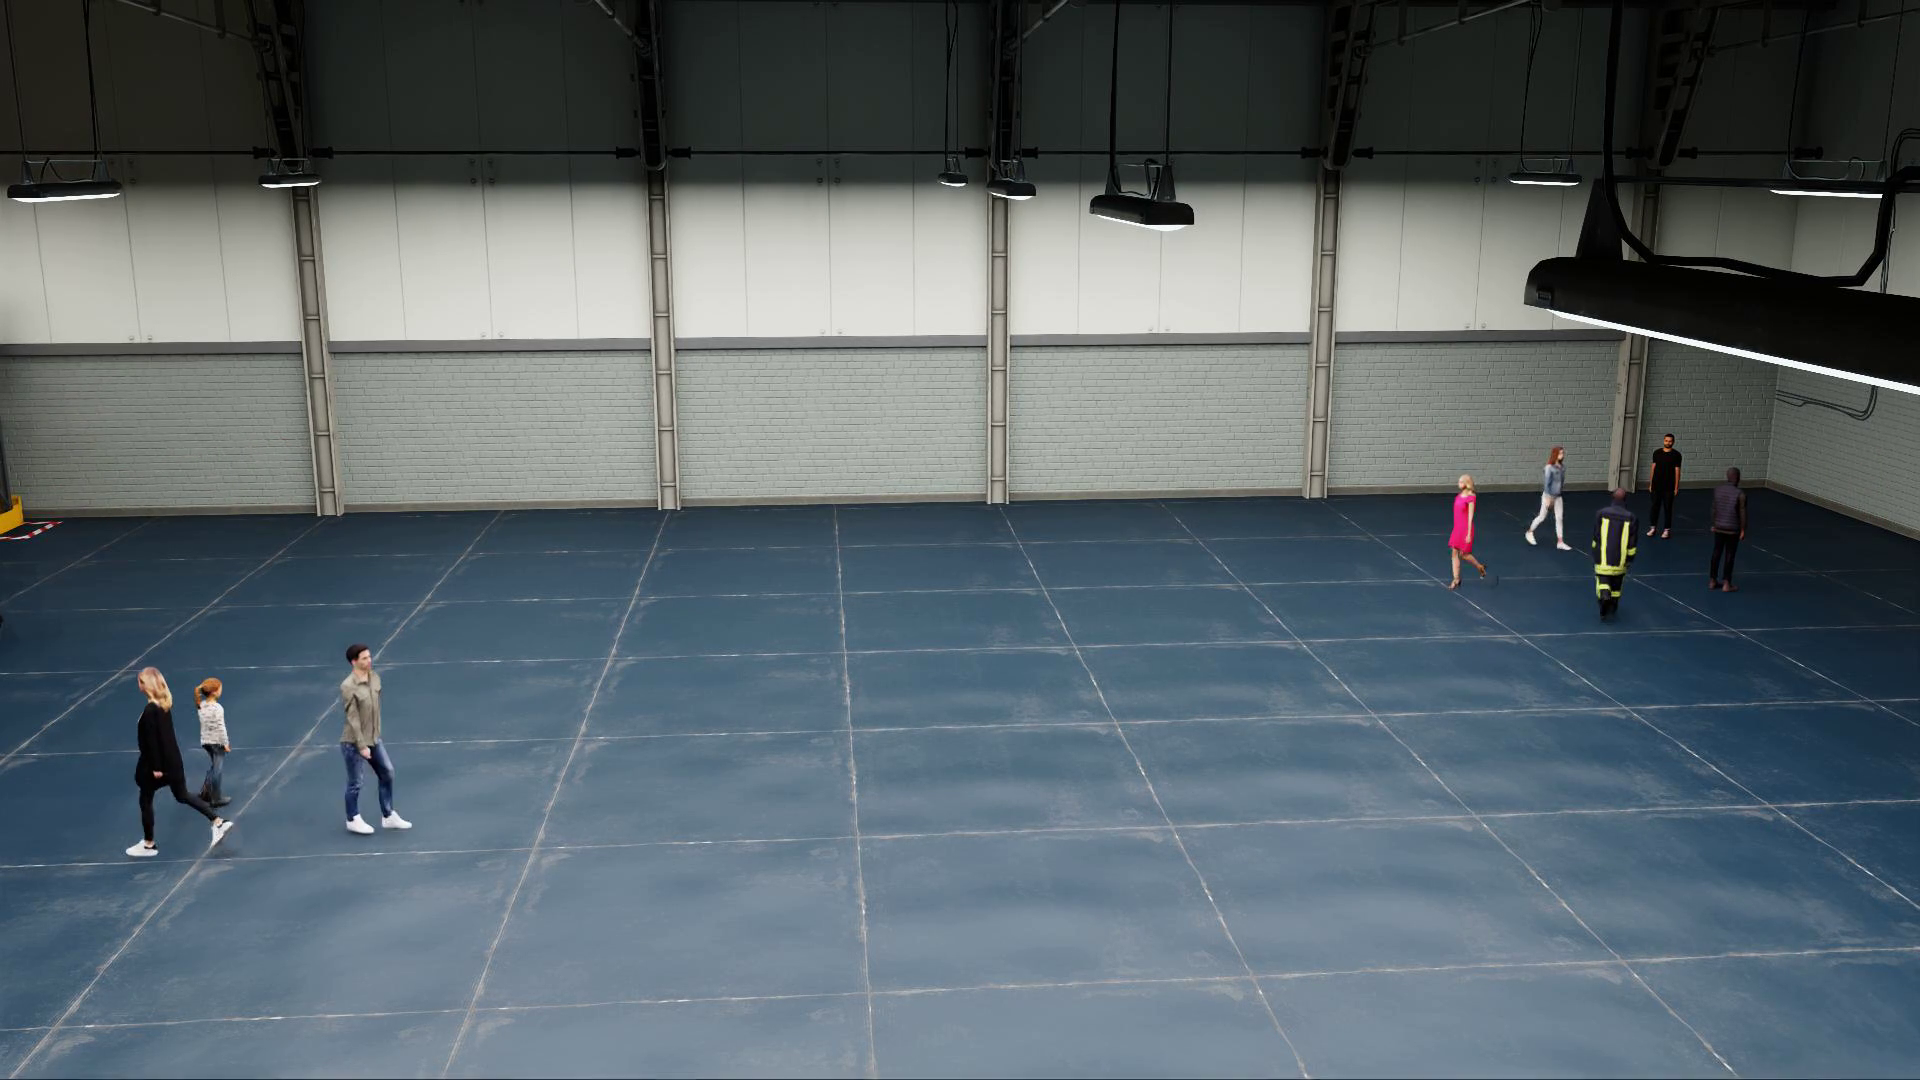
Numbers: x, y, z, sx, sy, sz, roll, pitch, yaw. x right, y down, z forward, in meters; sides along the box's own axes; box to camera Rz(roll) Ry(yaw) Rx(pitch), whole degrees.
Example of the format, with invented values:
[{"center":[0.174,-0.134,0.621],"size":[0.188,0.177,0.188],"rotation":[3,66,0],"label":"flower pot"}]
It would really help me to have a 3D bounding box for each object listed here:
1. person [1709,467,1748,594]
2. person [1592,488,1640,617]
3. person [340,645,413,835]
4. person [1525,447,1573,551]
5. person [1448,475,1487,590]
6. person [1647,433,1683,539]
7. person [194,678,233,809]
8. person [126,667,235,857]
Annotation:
[{"center":[11.253,-0.165,24.396],"size":[0.739,1.836,0.775],"rotation":[-8,15,-30],"label":"person"},{"center":[9.014,0.180,22.979],"size":[1.144,1.803,1.063],"rotation":[5,14,20],"label":"person"},{"center":[-5.685,1.872,15.591],"size":[1.000,1.840,0.906],"rotation":[5,14,22],"label":"person"},{"center":[9.544,-0.685,27.027],"size":[1.149,1.662,0.989],"rotation":[-7,15,-27],"label":"person"},{"center":[7.469,-0.109,24.436],"size":[0.903,1.708,0.694],"rotation":[-4,14,-16],"label":"person"},{"center":[11.781,-0.918,27.834],"size":[0.695,1.752,0.752],"rotation":[11,17,39],"label":"person"},{"center":[-7.341,2.003,16.208],"size":[0.620,1.307,0.677],"rotation":[7,15,28],"label":"person"},{"center":[-7.115,2.031,15.063],"size":[1.168,1.768,0.651],"rotation":[-1,13,-3],"label":"person"}]
